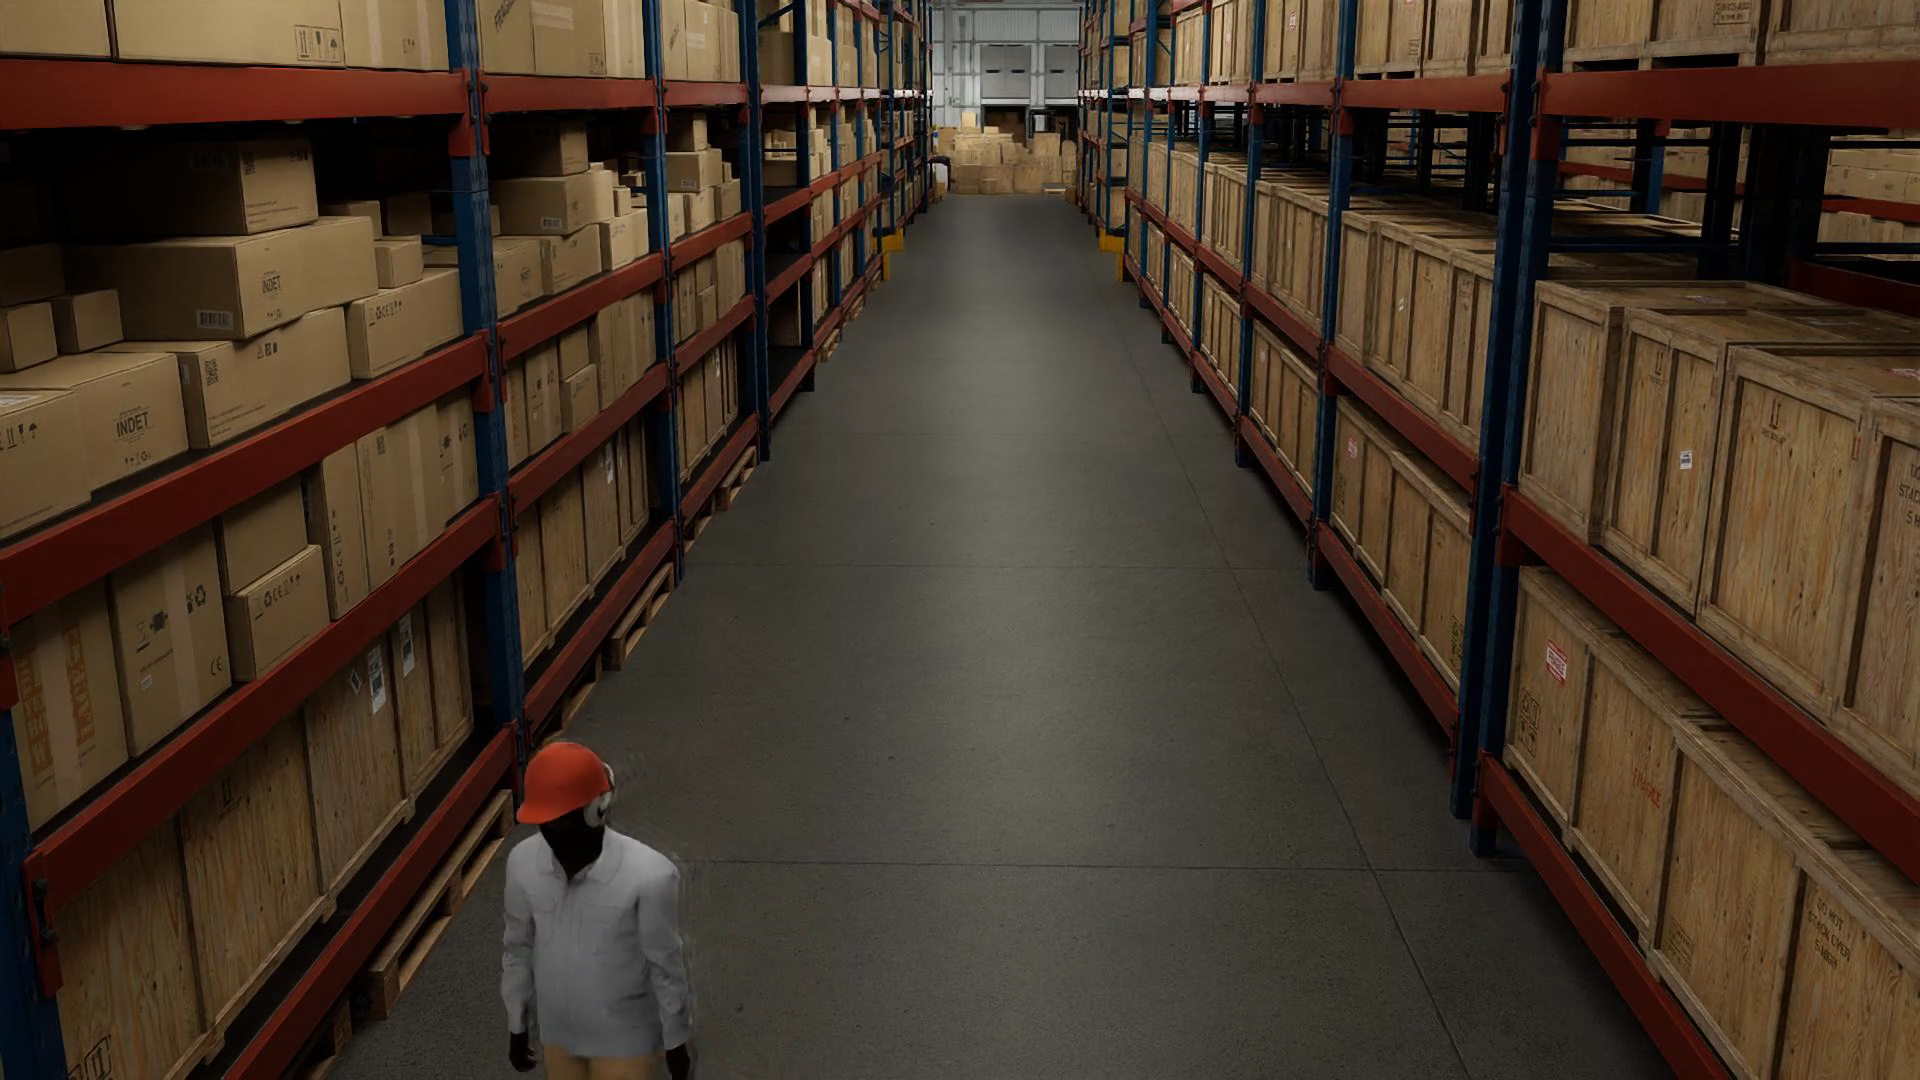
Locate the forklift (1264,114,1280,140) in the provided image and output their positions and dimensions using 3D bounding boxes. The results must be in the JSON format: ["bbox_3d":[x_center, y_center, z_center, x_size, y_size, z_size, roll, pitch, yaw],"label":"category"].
[{"bbox_3d":[11.026,-13.991,59.848,1.129,2.768,1.873,0,15,2],"label":"forklift"}]

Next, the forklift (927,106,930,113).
[{"bbox_3d":[-2.001,-20.667,84.687,1.129,2.768,1.873,0,15,2],"label":"forklift"}]

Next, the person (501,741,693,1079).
[{"bbox_3d":[-1.068,1.395,4.770,0.587,1.729,0.388,6,16,22],"label":"person"}]

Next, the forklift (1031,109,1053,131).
[{"bbox_3d":[3.409,-16.577,69.470,1.129,2.768,1.873,0,15,2],"label":"forklift"}]

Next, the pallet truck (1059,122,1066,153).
[{"bbox_3d":[5.788,-21.111,88.014,1.885,1.965,0.823,5,16,18],"label":"pallet truck"}]
